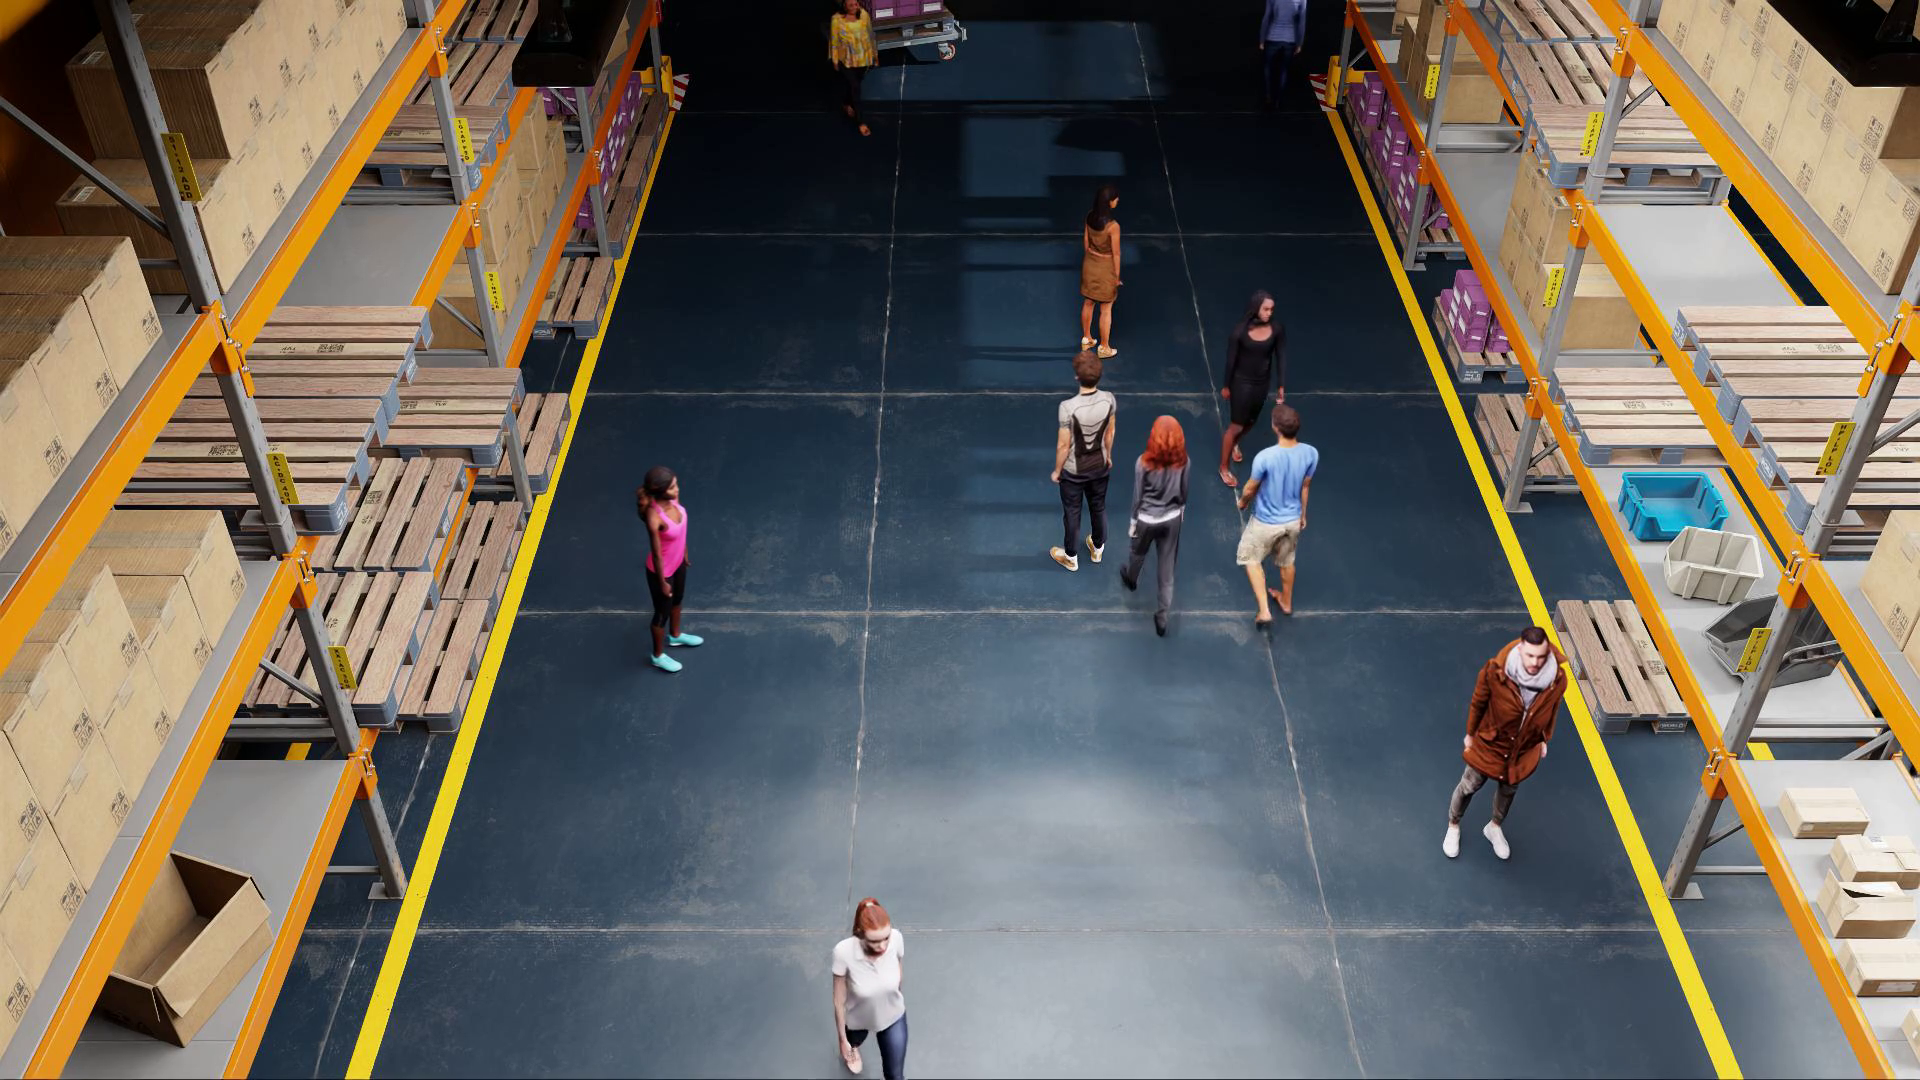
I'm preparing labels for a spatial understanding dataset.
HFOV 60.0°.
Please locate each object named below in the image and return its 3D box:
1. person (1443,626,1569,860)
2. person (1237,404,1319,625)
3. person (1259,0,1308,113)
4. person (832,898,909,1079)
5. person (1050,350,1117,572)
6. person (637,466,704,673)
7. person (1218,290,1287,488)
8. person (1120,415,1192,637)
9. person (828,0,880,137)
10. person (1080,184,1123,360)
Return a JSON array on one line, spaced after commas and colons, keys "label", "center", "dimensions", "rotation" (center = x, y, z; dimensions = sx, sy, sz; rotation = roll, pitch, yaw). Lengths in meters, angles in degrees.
[{"label": "person", "center": [3.376, 1.249, 10.318], "dimensions": [0.701, 1.839, 0.685], "rotation": [1, 39, 2]}, {"label": "person", "center": [2.298, -0.117, 12.027], "dimensions": [0.776, 1.841, 0.920], "rotation": [-6, 39, -8]}, {"label": "person", "center": [3.691, -5.731, 19.145], "dimensions": [0.748, 1.732, 0.844], "rotation": [8, 39, 9]}, {"label": "person", "center": [-0.516, 2.481, 8.889], "dimensions": [0.809, 1.698, 1.202], "rotation": [-12, 40, -14]}, {"label": "person", "center": [0.944, -0.582, 12.572], "dimensions": [0.722, 1.889, 0.697], "rotation": [-14, 41, -17]}, {"label": "person", "center": [-2.082, 0.183, 11.752], "dimensions": [0.703, 1.716, 0.600], "rotation": [14, 41, 17]}, {"label": "person", "center": [2.366, -1.305, 13.630], "dimensions": [0.739, 1.696, 0.896], "rotation": [-6, 39, -7]}, {"label": "person", "center": [1.442, -0.062, 12.040], "dimensions": [0.693, 1.739, 1.032], "rotation": [-6, 39, -8]}, {"label": "person", "center": [-1.243, -5.483, 18.930], "dimensions": [1.050, 1.612, 1.175], "rotation": [-24, 44, -27]}, {"label": "person", "center": [1.268, -2.425, 15.043], "dimensions": [0.700, 1.684, 0.629], "rotation": [-28, 47, -31]}]
